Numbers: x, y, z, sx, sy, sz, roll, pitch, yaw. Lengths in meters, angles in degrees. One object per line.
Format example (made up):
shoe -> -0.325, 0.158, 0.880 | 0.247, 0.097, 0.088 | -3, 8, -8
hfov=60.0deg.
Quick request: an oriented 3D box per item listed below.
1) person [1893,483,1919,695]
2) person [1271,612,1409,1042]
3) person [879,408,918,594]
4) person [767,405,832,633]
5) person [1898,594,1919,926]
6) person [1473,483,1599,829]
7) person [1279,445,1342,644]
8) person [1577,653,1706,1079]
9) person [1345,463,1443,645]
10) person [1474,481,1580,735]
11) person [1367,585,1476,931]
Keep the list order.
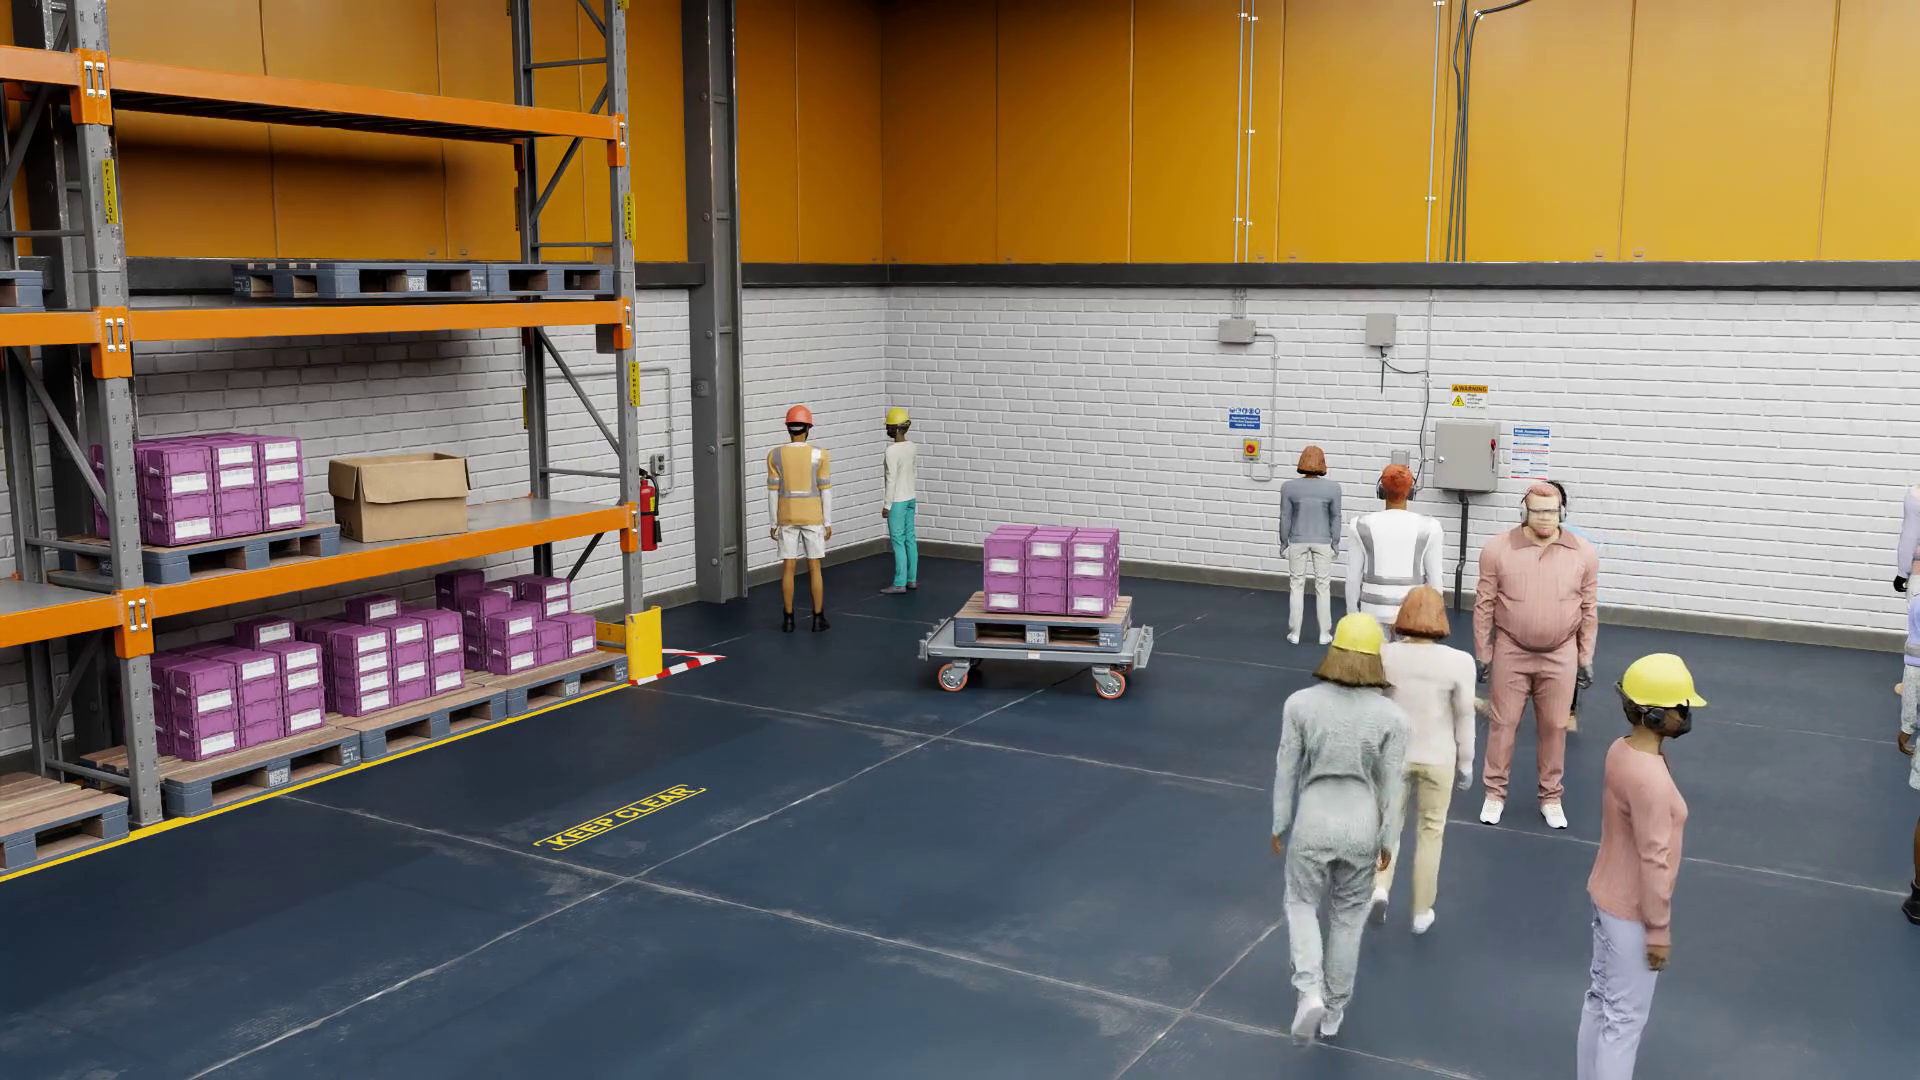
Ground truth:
person -> 6.969, 0.226, 11.832 | 0.634, 1.841, 0.429 | 1, 9, 4
person -> 1.472, 1.143, 6.473 | 0.507, 1.718, 0.515 | 2, 9, 11
person -> -0.587, -0.368, 15.776 | 0.311, 1.768, 0.533 | 4, 10, 25
person -> -1.347, -0.174, 14.061 | 0.543, 1.928, 0.371 | 0, 9, 2
person -> 4.646, 0.845, 7.677 | 0.551, 1.933, 0.365 | 5, 11, 30
person -> 3.144, 0.632, 9.101 | 0.655, 1.904, 0.407 | 2, 9, 12
person -> 2.862, 0.043, 13.618 | 0.501, 1.633, 0.286 | 2, 9, 13
person -> 2.313, 1.251, 5.664 | 0.325, 1.769, 0.524 | 2, 9, 9
person -> 2.650, 0.469, 10.184 | 0.578, 1.884, 0.353 | 2, 9, 15
person -> 3.817, 0.433, 11.077 | 0.543, 1.671, 0.782 | -6, 11, -31
person -> 2.069, 1.020, 7.572 | 0.510, 1.622, 0.454 | 4, 10, 25
